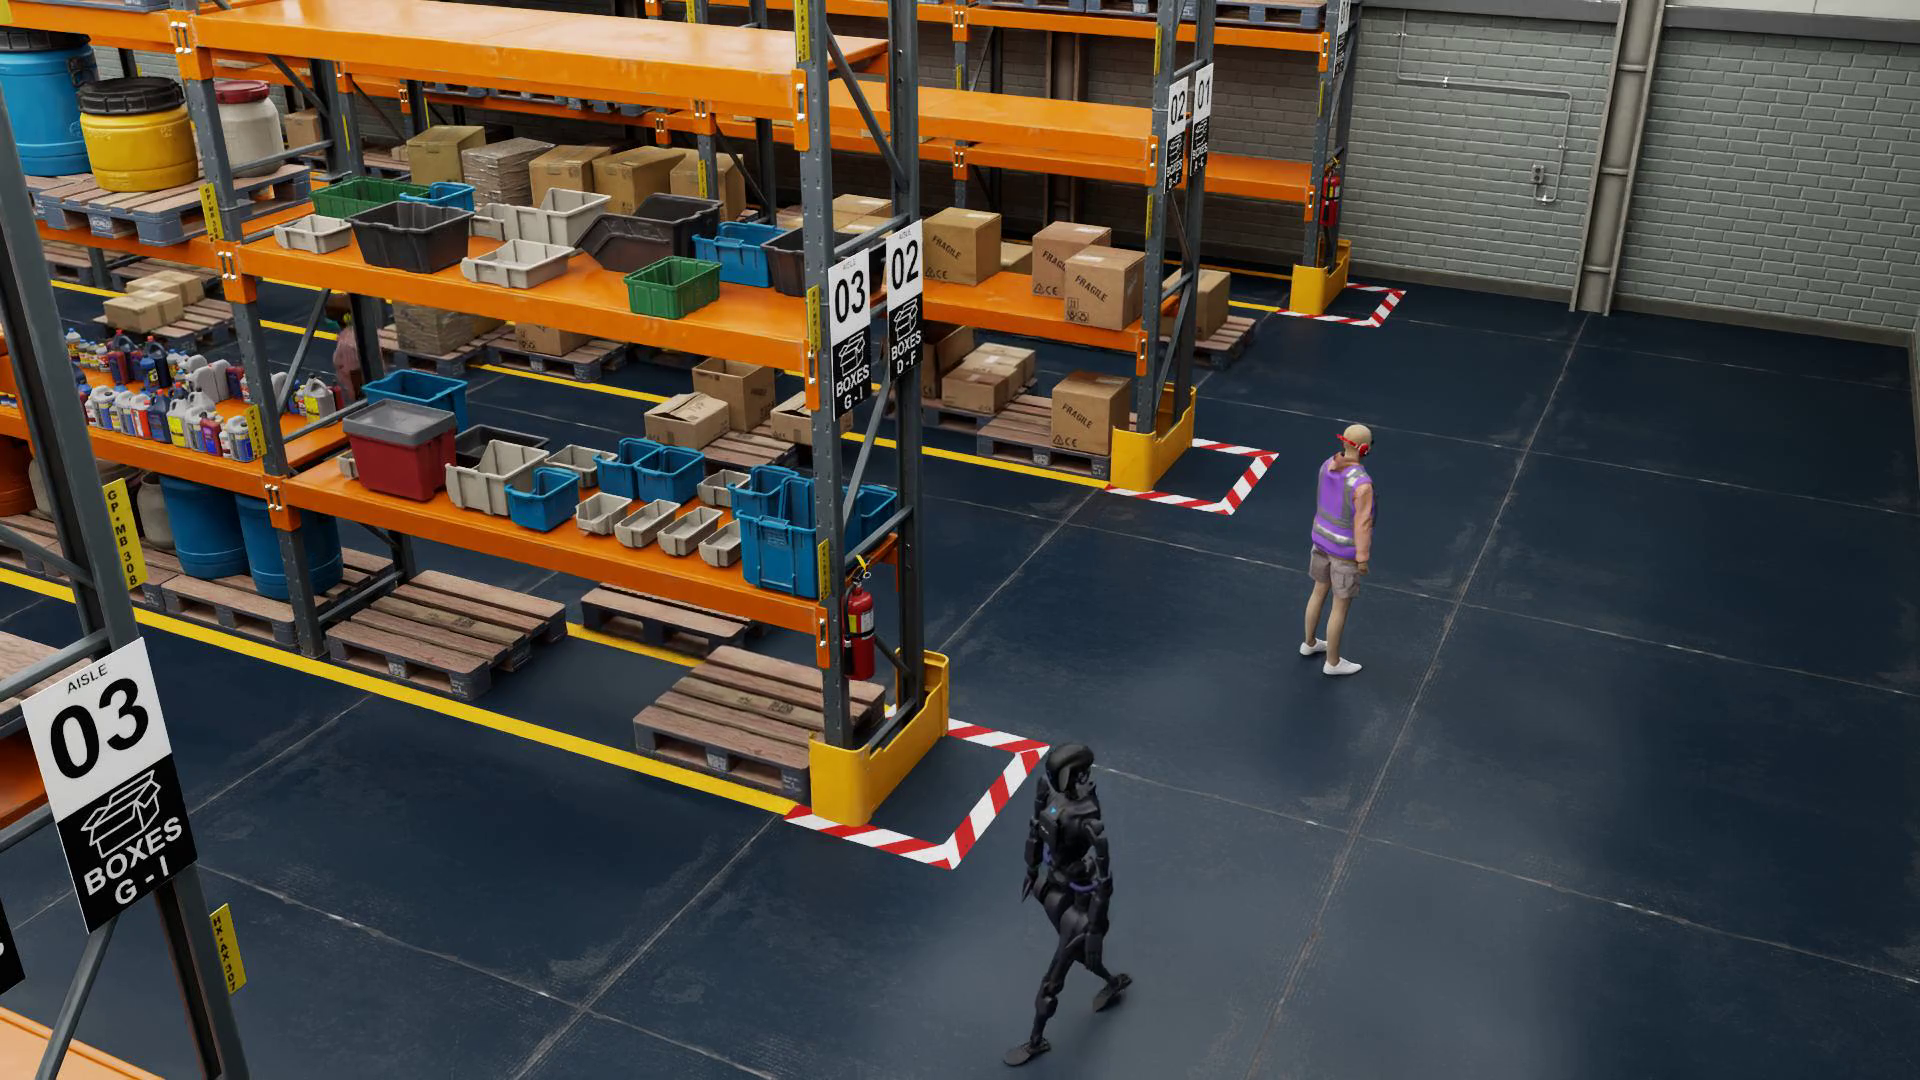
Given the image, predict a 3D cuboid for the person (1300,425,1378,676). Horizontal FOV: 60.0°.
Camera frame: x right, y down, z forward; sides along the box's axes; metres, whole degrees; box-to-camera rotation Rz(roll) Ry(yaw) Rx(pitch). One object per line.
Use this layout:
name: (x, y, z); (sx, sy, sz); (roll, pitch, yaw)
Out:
person: (2.420, 0.057, 10.590); (0.348, 1.688, 0.491); (-11, 28, -21)

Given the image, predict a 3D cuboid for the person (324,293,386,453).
person: (-4.669, -1.070, 12.793); (0.860, 1.753, 0.572); (1, 26, 1)

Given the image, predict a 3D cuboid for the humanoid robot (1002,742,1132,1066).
humanoid robot: (0.512, 1.594, 7.548); (0.789, 1.627, 0.609); (-16, 30, -29)
